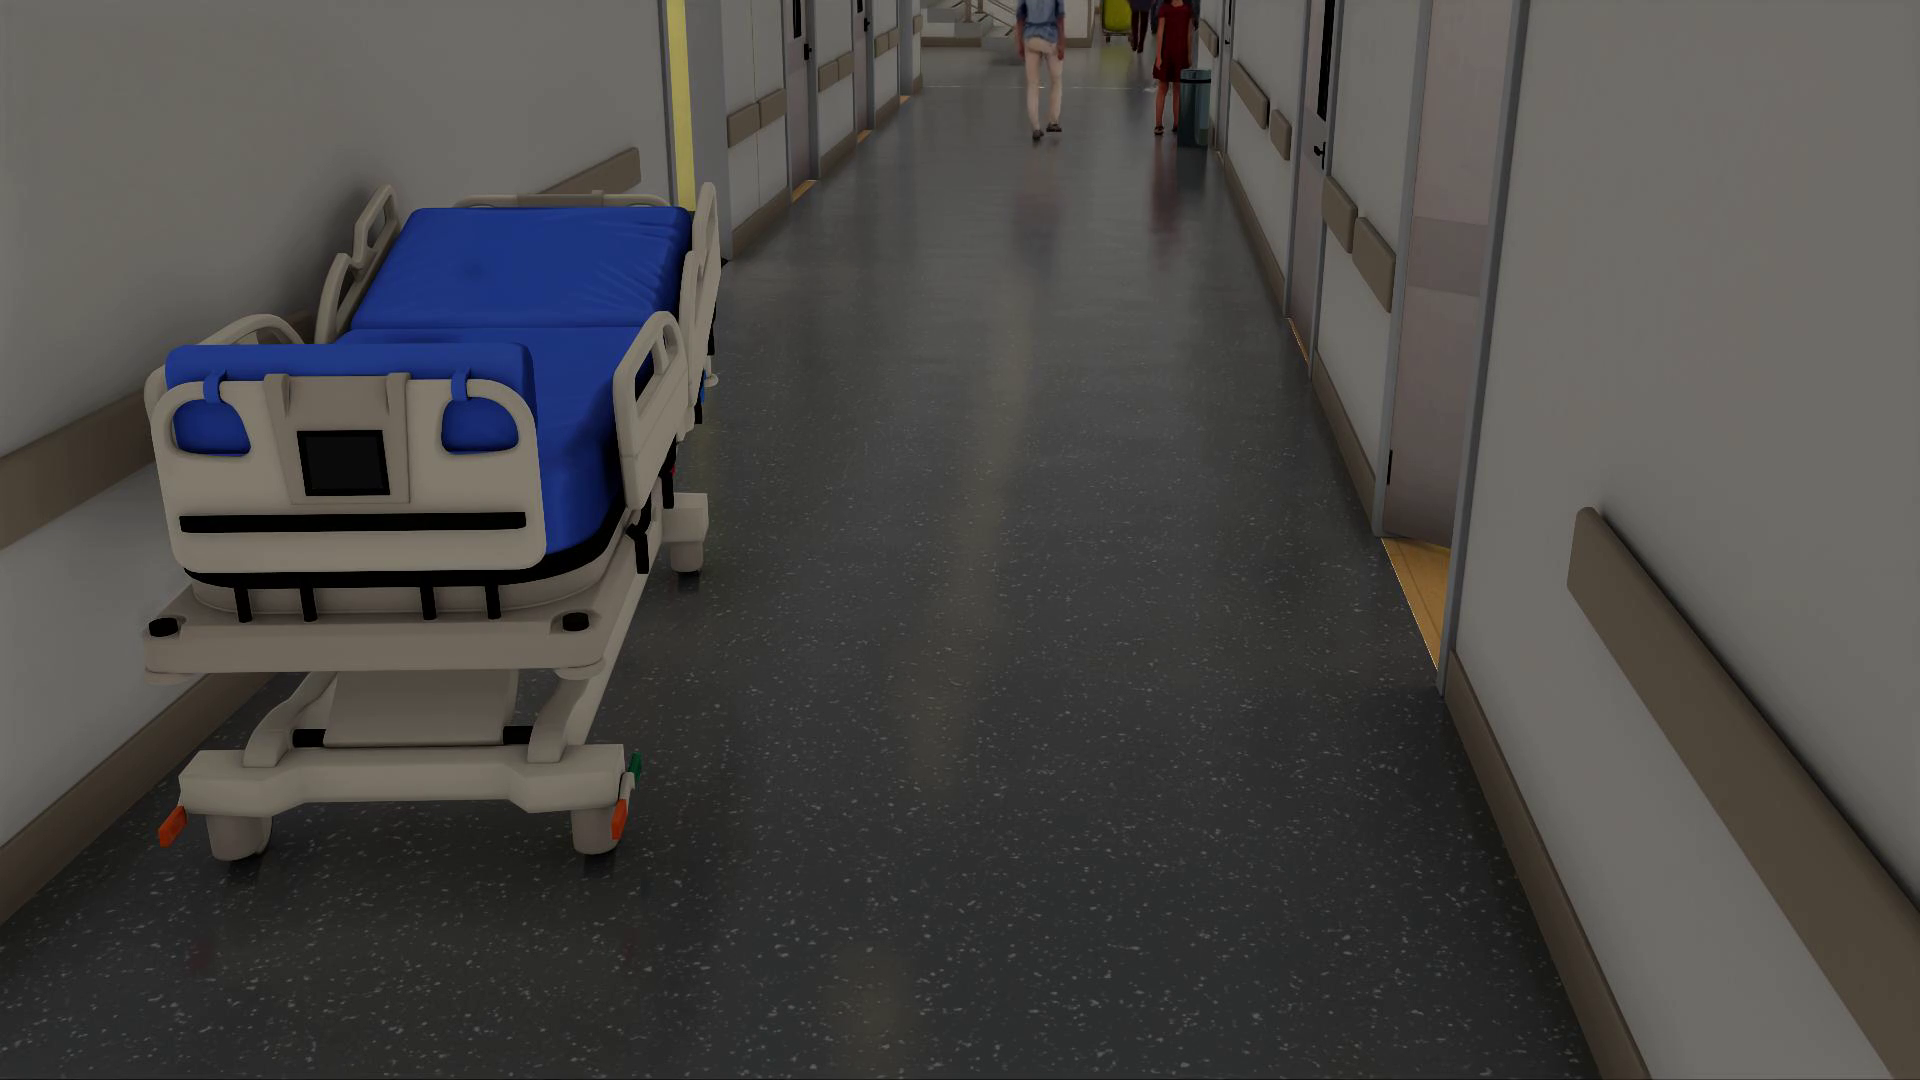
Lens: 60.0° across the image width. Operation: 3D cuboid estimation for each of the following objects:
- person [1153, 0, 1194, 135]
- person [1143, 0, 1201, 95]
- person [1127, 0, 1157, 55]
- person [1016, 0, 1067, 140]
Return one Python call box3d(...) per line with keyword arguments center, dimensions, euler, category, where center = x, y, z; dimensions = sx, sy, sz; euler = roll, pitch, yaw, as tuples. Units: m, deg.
box3d(center=(2.168, -4.922, 16.851), dimensions=(0.624, 1.552, 0.687), euler=(-5, 21, -12), category="person")
box3d(center=(2.736, -6.294, 20.153), dimensions=(1.328, 1.788, 1.223), euler=(-14, 25, -32), category="person")
box3d(center=(2.861, -8.555, 26.245), dimensions=(0.543, 1.700, 0.696), euler=(4, 21, 10), category="person")
box3d(center=(0.785, -4.881, 16.361), dimensions=(0.786, 1.831, 0.814), euler=(6, 21, 15), category="person")
